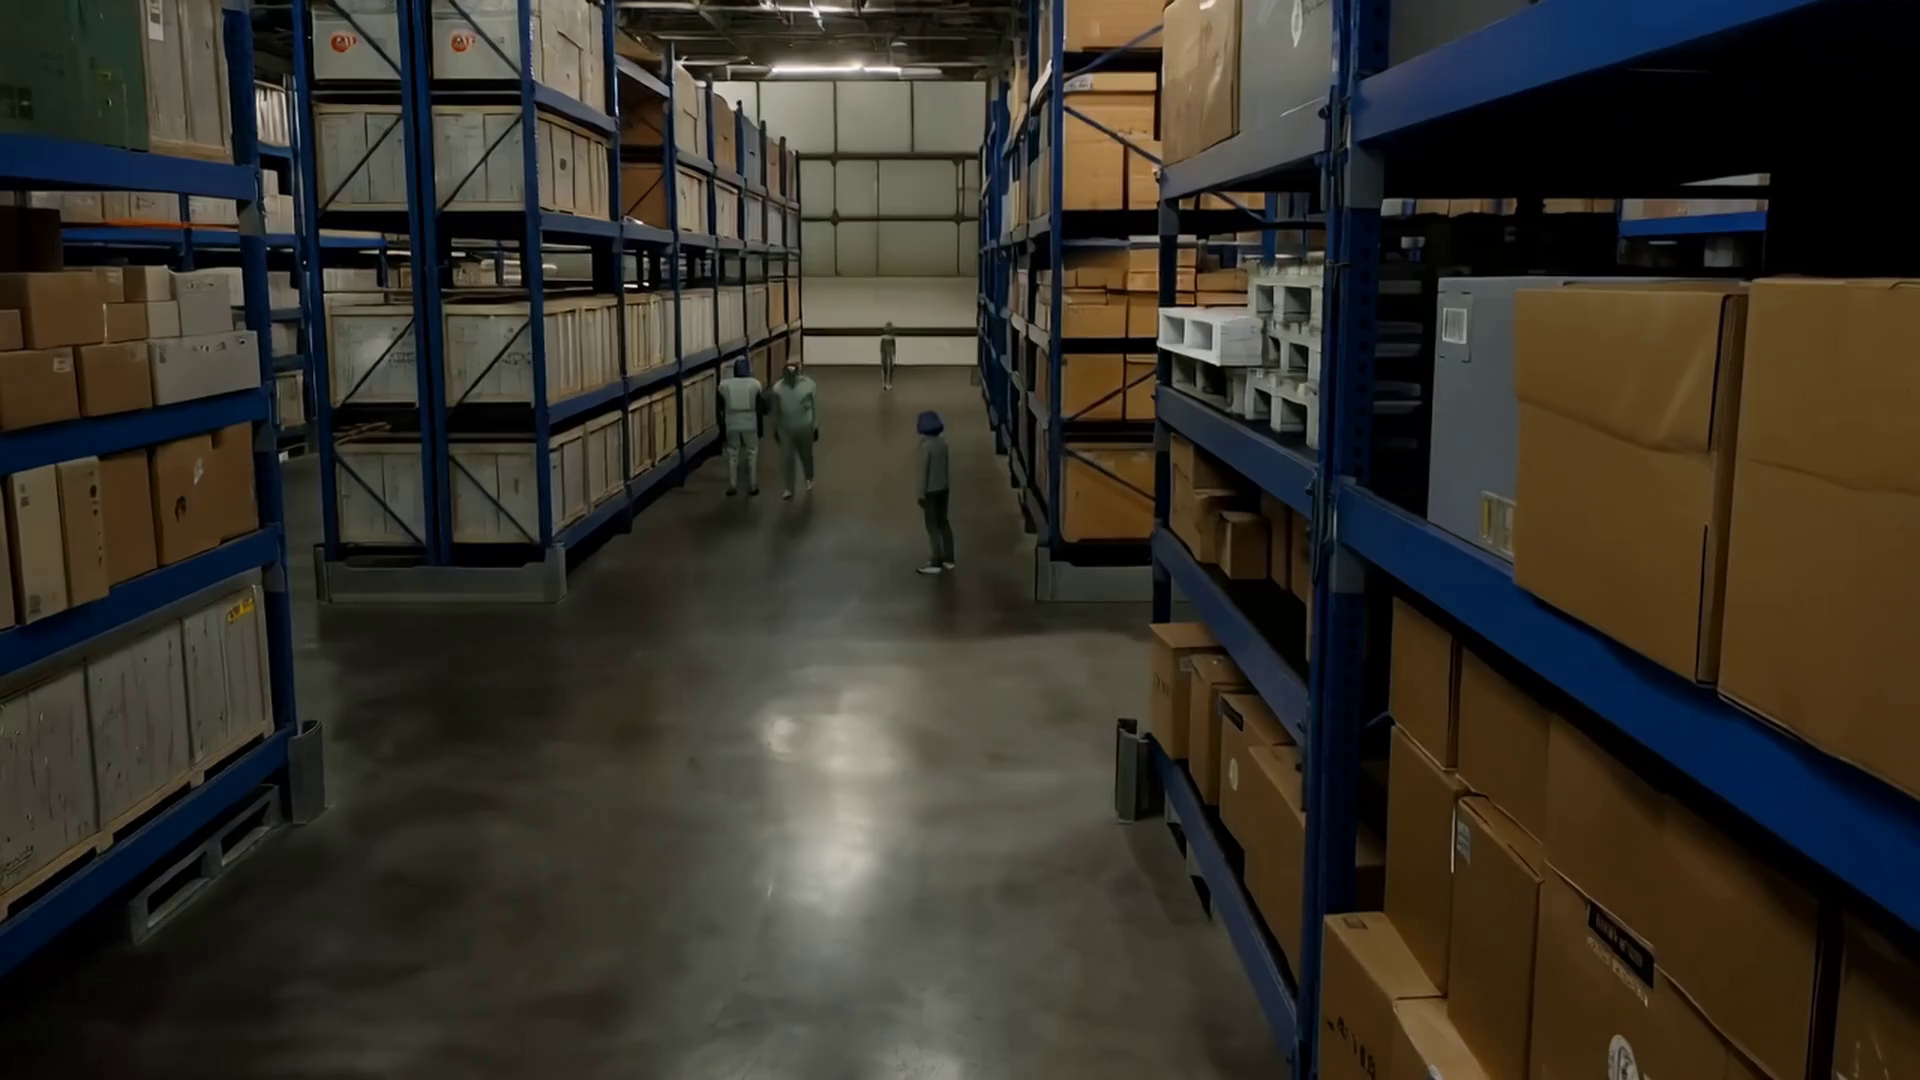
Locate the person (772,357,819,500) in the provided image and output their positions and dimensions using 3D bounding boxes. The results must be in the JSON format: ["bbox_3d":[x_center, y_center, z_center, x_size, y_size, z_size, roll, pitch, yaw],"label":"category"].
[{"bbox_3d":[-2.181,-1.505,22.136,0.648,1.880,0.768,1,9,3],"label":"person"}]

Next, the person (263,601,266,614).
[{"bbox_3d":[-6.520,-0.238,14.512,1.040,1.848,0.647,4,10,23],"label":"person"}]

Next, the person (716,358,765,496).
[{"bbox_3d":[-2.929,-1.507,22.275,0.630,1.843,0.429,-1,9,-5],"label":"person"}]

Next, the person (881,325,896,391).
[{"bbox_3d":[-1.793,-4.526,41.441,0.318,1.630,0.513,-7,12,-38],"label":"person"}]

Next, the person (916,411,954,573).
[{"bbox_3d":[-0.267,-0.483,16.686,0.321,1.622,0.512,5,11,28],"label":"person"}]
